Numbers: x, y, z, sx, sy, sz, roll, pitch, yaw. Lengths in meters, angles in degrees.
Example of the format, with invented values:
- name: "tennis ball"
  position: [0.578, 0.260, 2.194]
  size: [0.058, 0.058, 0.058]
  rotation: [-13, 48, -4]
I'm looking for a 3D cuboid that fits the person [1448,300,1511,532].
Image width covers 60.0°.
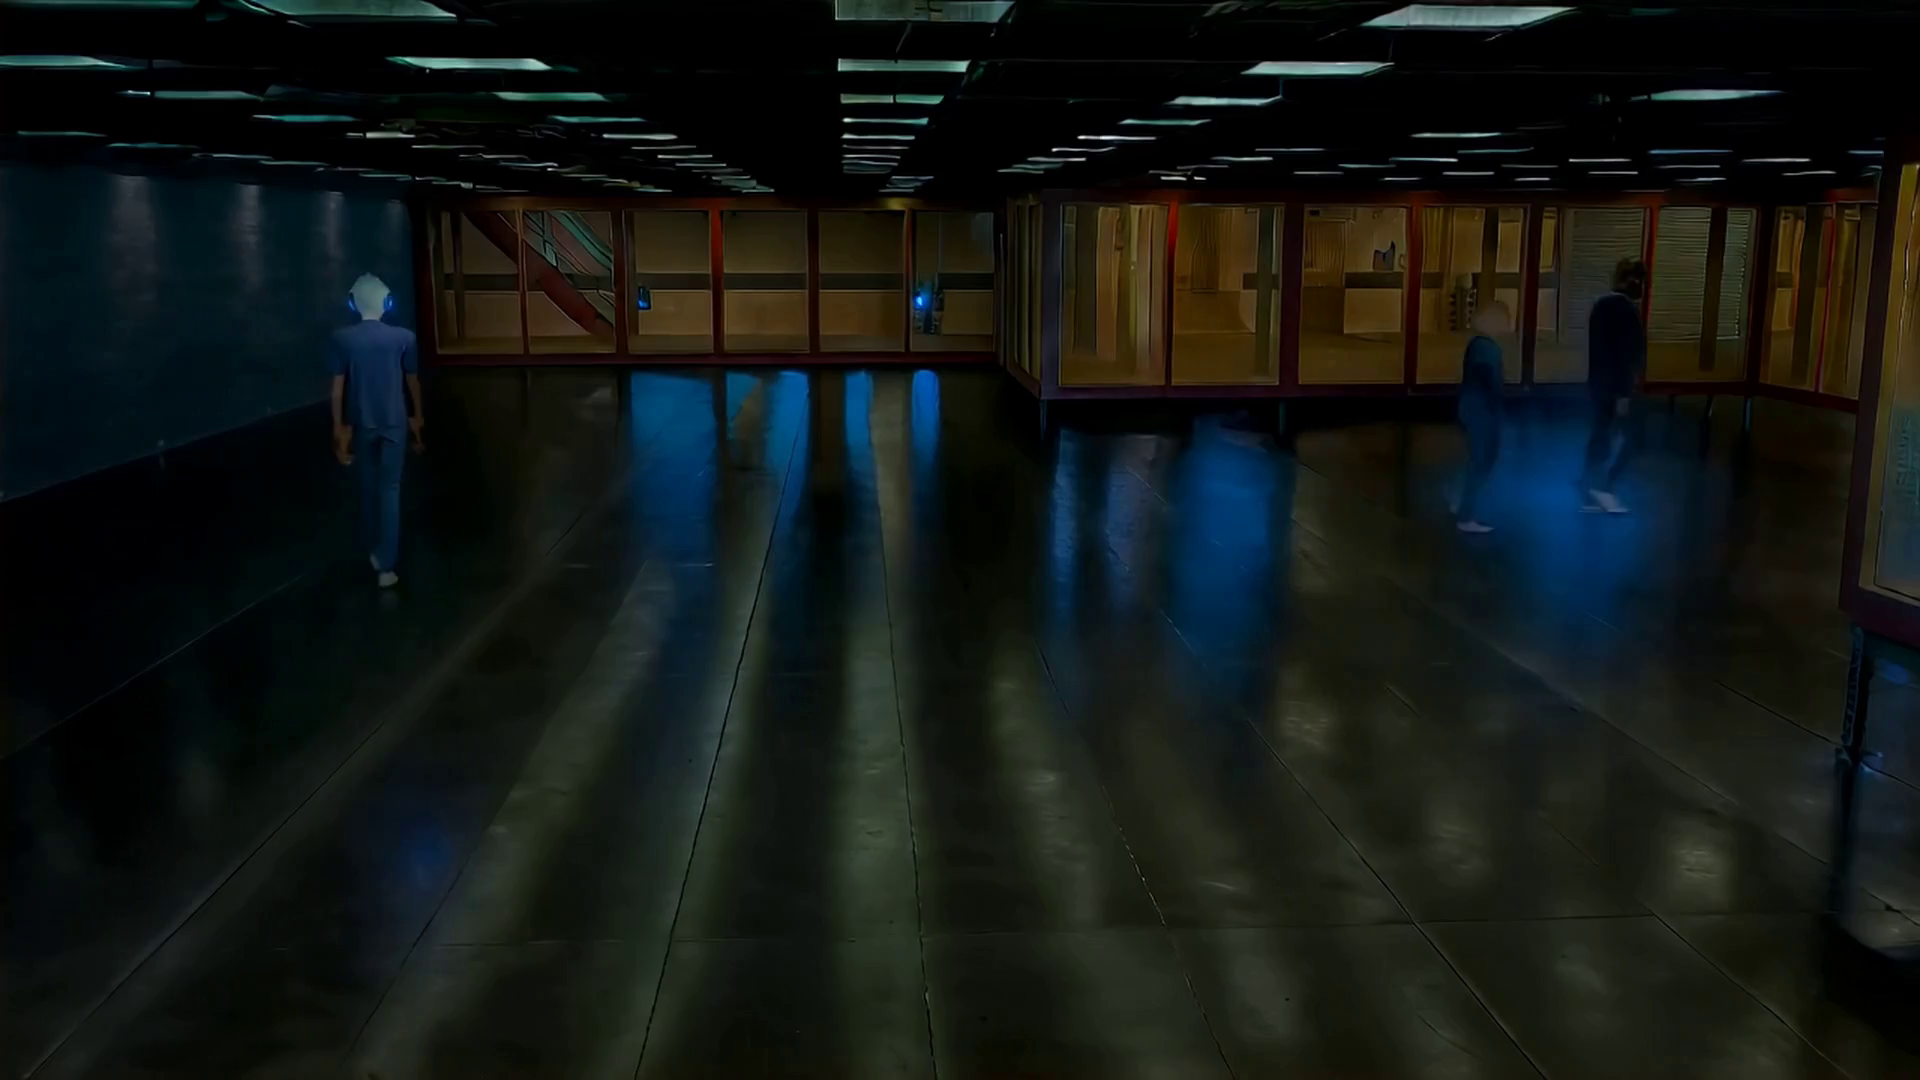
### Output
- name: "person"
  position: [3.622, -0.844, 11.522]
  size: [0.378, 1.619, 0.518]
  rotation: [0, 11, -1]

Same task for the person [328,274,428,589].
- name: "person"
  position: [-3.472, -0.666, 9.987]
  size: [0.503, 1.827, 0.932]
  rotation: [-2, 11, -11]

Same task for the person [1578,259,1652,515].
- name: "person"
  position: [4.834, -1.115, 12.250]
  size: [0.462, 1.885, 0.669]
  rotation: [0, 11, 2]
